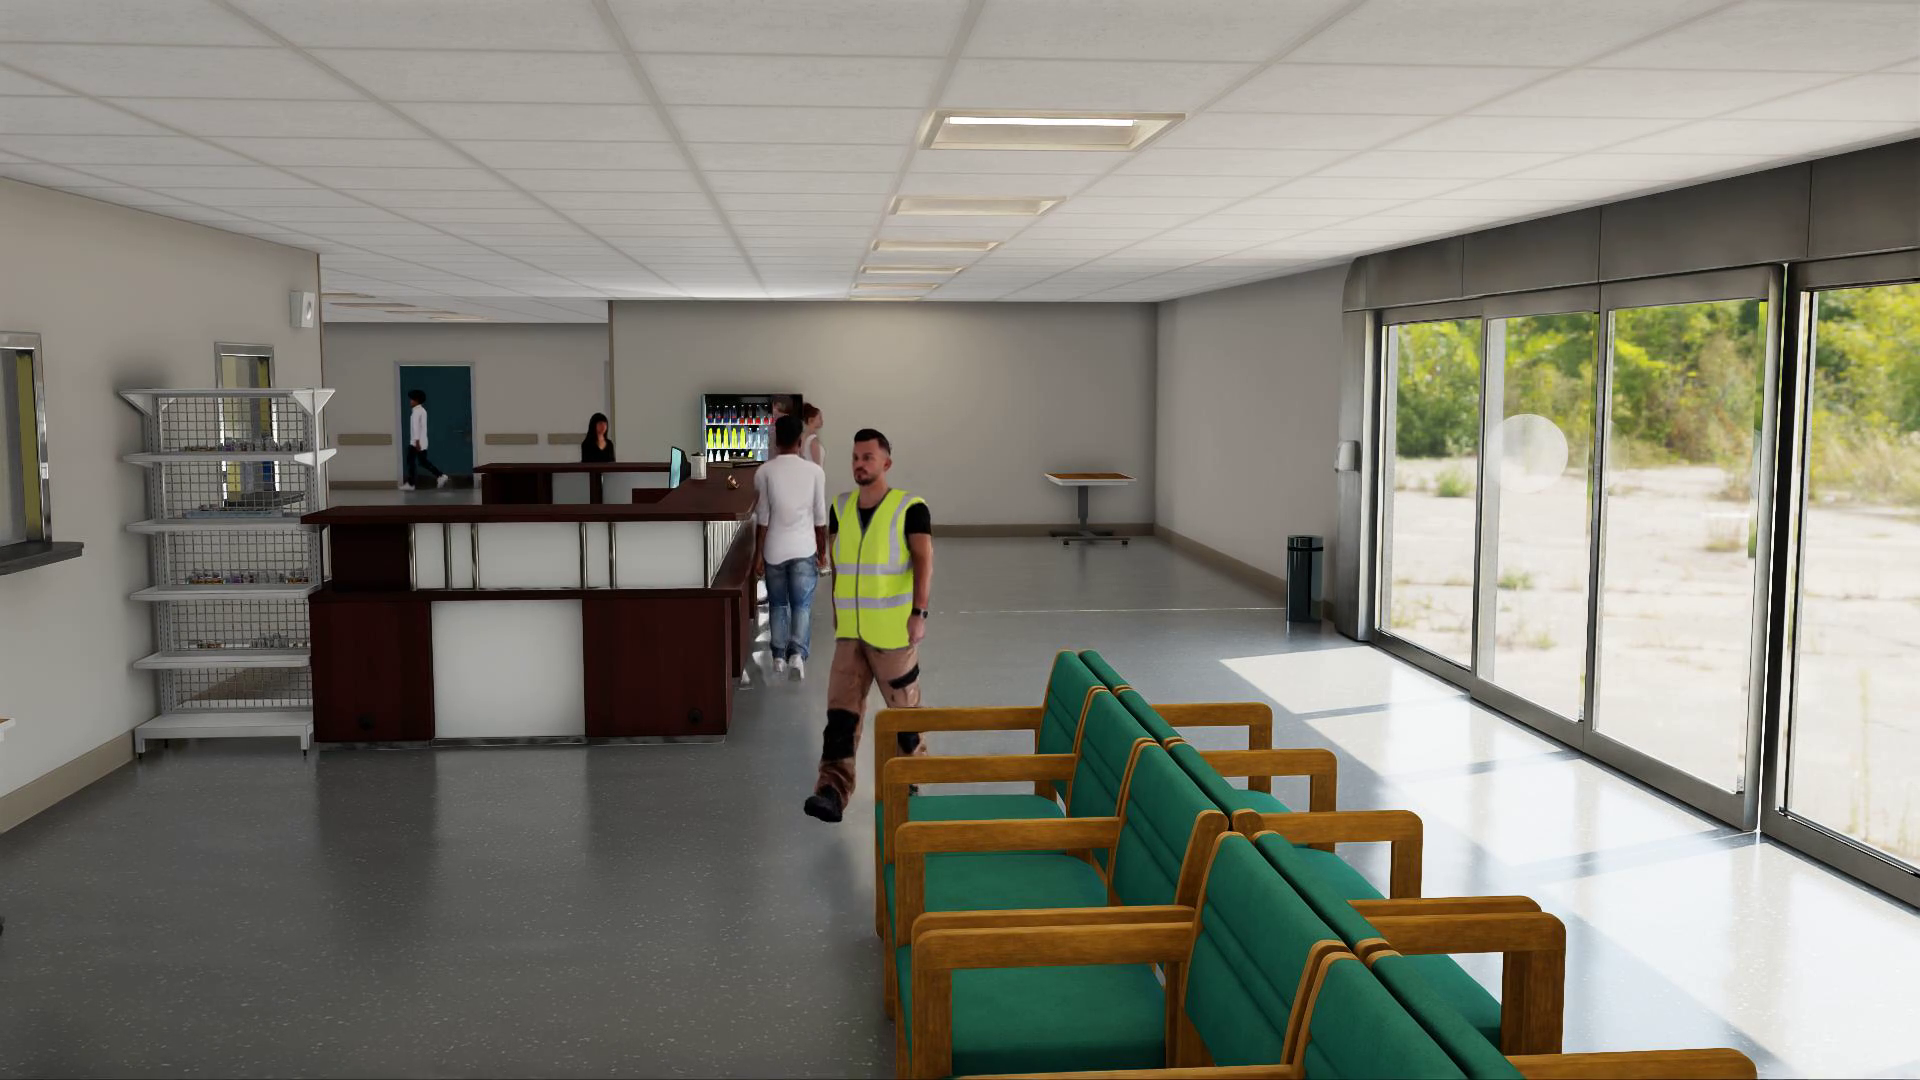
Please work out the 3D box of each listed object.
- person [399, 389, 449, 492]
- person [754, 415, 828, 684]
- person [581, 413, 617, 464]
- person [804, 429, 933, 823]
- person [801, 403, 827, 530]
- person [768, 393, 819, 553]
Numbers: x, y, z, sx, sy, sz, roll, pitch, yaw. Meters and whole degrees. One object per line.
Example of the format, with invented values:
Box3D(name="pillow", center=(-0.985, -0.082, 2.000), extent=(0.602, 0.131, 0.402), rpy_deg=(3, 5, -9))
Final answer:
Box3D(name="person", center=(-9.443, -1.738, 29.269), extent=(1.109, 1.781, 0.730), rpy_deg=(0, 6, 3))
Box3D(name="person", center=(-1.144, 0.084, 11.190), extent=(1.096, 1.776, 0.732), rpy_deg=(0, 6, -2))
Box3D(name="person", center=(-4.177, -0.633, 19.013), extent=(0.668, 1.637, 0.743), rpy_deg=(-5, 8, -43))
Box3D(name="person", center=(-0.355, 0.413, 7.852), extent=(1.220, 1.790, 1.105), rpy_deg=(2, 6, 21))
Box3D(name="person", center=(-1.516, -0.480, 16.721), extent=(0.565, 1.791, 0.590), rpy_deg=(-1, 6, -14))
Box3D(name="person", center=(-1.822, -0.661, 18.179), extent=(1.028, 1.858, 0.954), rpy_deg=(4, 7, 35))
